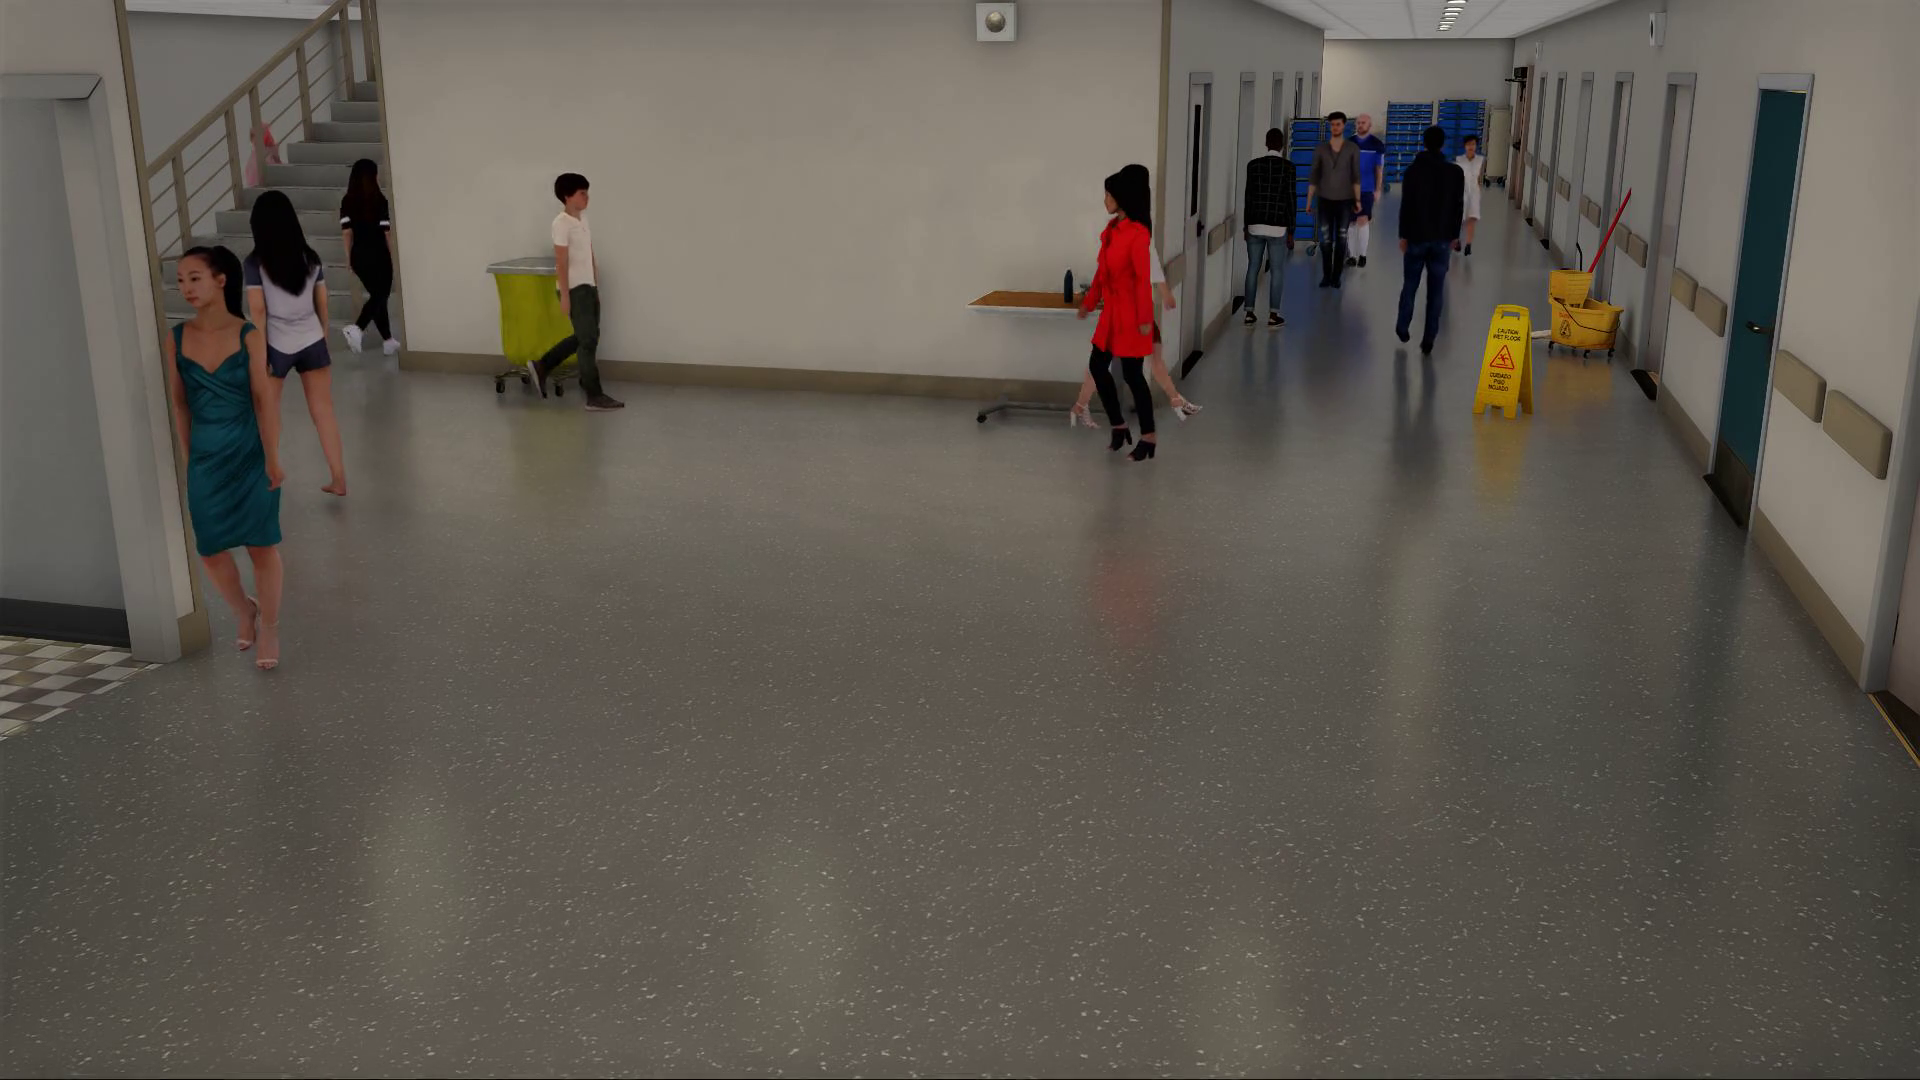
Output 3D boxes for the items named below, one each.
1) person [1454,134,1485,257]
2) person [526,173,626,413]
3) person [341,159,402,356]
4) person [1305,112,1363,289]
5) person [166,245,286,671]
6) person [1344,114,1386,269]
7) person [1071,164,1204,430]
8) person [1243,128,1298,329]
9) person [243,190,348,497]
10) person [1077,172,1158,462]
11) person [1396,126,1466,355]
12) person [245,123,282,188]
[{"bbox_3d":[6.490,-4.406,21.380,0.627,1.508,1.040,2,16,9],"label":"person"},{"bbox_3d":[-2.728,-1.713,11.585,0.673,1.641,0.905,3,16,12],"label":"person"},{"bbox_3d":[-4.864,-2.278,13.630,0.631,1.618,1.019,3,16,12],"label":"person"},{"bbox_3d":[4.121,-3.708,18.214,0.785,1.884,0.883,6,17,21],"label":"person"},{"bbox_3d":[-2.830,-0.312,6.544,0.670,1.680,0.692,-2,16,-8],"label":"person"},{"bbox_3d":[4.837,-4.198,20.059,0.764,1.824,0.769,10,19,33],"label":"person"},{"bbox_3d":[1.002,-1.509,10.770,1.025,1.689,1.163,-3,16,-9],"label":"person"},{"bbox_3d":[2.864,-2.915,15.520,0.664,1.819,0.574,6,17,20],"label":"person"},{"bbox_3d":[-3.614,-1.017,9.096,1.161,1.651,1.059,-15,22,-43],"label":"person"},{"bbox_3d":[1.029,-1.344,10.123,0.841,1.722,0.773,-10,18,-31],"label":"person"},{"bbox_3d":[3.951,-2.492,13.955,0.733,1.855,1.038,3,16,11],"label":"person"},{"bbox_3d":[-7.283,-3.506,17.669,0.890,1.789,0.844,-10,19,-33],"label":"person"}]
